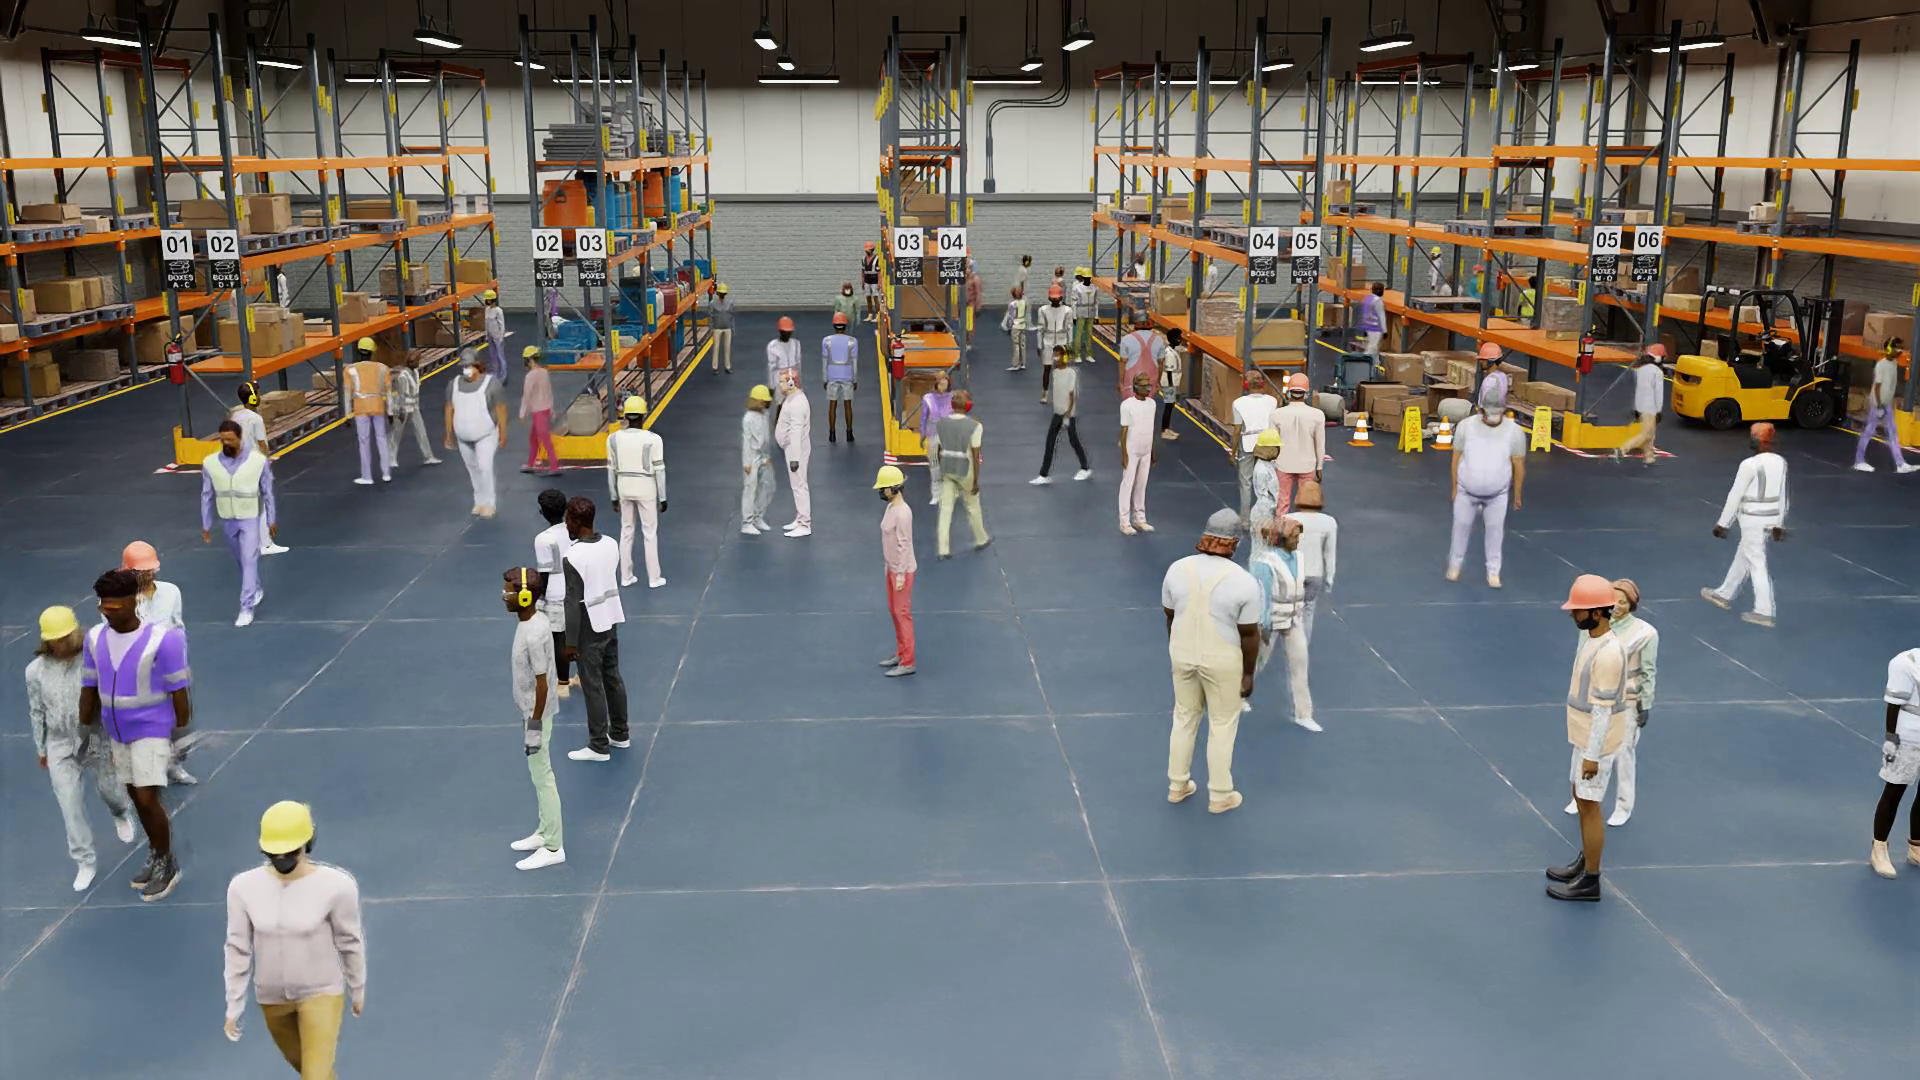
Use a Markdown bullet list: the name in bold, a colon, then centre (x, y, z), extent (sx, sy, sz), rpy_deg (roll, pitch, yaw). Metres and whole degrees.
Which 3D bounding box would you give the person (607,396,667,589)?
- **person**: centre (-3.198, -0.473, 16.542), extent (0.588, 1.917, 0.400), rpy_deg (3, 14, 12)

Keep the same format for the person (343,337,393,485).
- **person**: centre (-7.707, -1.683, 21.701), extent (0.601, 1.906, 0.454), rpy_deg (-8, 16, -32)

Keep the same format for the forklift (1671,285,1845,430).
- **forklift**: centre (12.503, -2.886, 26.166), extent (2.313, 2.155, 1.214), rpy_deg (-1, 13, -3)

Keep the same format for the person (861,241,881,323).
- **person**: centre (-2.236, -6.456, 41.650), extent (0.611, 2.031, 0.410), rpy_deg (10, 16, 35)

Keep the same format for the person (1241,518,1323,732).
- **person**: centre (2.402, 0.606, 12.646), extent (0.521, 1.604, 0.851), rpy_deg (-9, 16, -35)

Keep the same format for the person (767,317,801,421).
- **person**: centre (-2.540, -2.295, 24.250), extent (0.564, 1.922, 0.403), rpy_deg (-8, 15, -30)

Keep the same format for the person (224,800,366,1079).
- **person**: centre (-2.770, 1.876, 7.003), extent (0.526, 1.724, 0.905), rpy_deg (0, 13, -1)

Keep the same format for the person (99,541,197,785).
- **person**: centre (-5.464, 0.860, 11.237), extent (0.331, 1.753, 0.561), rpy_deg (9, 16, 34)

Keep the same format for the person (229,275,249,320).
- **person**: centre (-13.842, -4.175, 32.079), extent (0.408, 1.985, 0.618), rpy_deg (-6, 15, -24)

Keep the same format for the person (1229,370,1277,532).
- **person**: centre (3.345, -1.011, 18.973), extent (0.565, 1.841, 0.387), rpy_deg (-5, 14, -20)

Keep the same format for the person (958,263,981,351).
- **person**: centre (0.088, -5.023, 35.947), extent (0.789, 1.882, 0.715), rpy_deg (-10, 16, -36)

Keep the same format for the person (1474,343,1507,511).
- **person**: centre (6.367, -1.363, 20.072), extent (0.419, 2.034, 0.605), rpy_deg (8, 16, 31)

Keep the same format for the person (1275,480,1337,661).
- **person**: centre (2.881, 0.293, 13.937), extent (0.515, 1.610, 0.673), rpy_deg (-1, 13, -6)

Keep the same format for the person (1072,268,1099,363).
- **person**: centre (2.566, -4.579, 33.909), extent (0.587, 1.927, 0.364), rpy_deg (-5, 14, -20)

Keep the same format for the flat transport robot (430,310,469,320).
- **flat transport robot**: centre (-12.645, -5.706, 42.232), extent (1.431, 0.197, 0.652), rpy_deg (3, 14, 12)

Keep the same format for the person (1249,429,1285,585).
- **person**: centre (2.882, -0.185, 15.691), extent (0.294, 1.744, 0.487), rpy_deg (3, 14, 12)

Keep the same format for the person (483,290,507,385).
- **person**: centre (-8.577, -3.723, 30.636), extent (0.526, 1.765, 0.329), rpy_deg (12, 18, 40)

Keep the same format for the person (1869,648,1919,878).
- **person**: centre (5.762, 1.196, 9.938), extent (0.540, 1.695, 0.317), rpy_deg (-1, 13, -6)

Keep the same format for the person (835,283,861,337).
- **person**: centre (-2.289, -4.442, 33.986), extent (0.529, 1.604, 0.695), rpy_deg (-1, 13, -6)

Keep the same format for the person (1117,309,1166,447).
- **person**: centre (2.618, -2.362, 24.273), extent (0.686, 2.000, 0.537), rpy_deg (-3, 14, -13)

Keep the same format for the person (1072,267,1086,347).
- **person**: centre (2.648, -5.116, 36.543), extent (0.336, 1.762, 0.526), rpy_deg (-13, 18, -43)

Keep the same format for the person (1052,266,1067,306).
- **person**: centre (2.284, -5.494, 38.398), extent (0.314, 1.642, 0.514), rpy_deg (-6, 15, -25)

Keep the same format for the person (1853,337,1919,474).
- **person**: centre (12.473, -1.779, 22.241), extent (0.554, 1.829, 0.894), rpy_deg (-8, 16, -32)

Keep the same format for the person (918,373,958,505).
- **person**: centre (-0.236, -1.243, 20.432), extent (0.539, 1.630, 0.355), rpy_deg (2, 14, 10)

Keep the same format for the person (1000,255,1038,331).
- **person**: centre (1.422, -5.906, 39.772), extent (0.977, 1.819, 0.564), rpy_deg (-4, 14, -16)

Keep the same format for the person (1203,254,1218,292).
- **person**: centre (5.777, -5.713, 38.788), extent (0.401, 1.899, 0.636), rpy_deg (5, 14, 18)

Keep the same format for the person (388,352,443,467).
- **person**: centre (-7.577, -1.785, 22.818), extent (0.731, 1.581, 0.536), rpy_deg (2, 13, 10)

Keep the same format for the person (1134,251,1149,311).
- **person**: centre (4.333, -6.053, 40.279), extent (0.599, 1.867, 0.539), rpy_deg (-10, 17, -36)

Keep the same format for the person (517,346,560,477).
- **person**: centre (-5.684, -1.707, 22.147), extent (0.772, 1.720, 0.650), rpy_deg (3, 14, 11)

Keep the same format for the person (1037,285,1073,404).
- **person**: centre (1.621, -3.331, 28.381), extent (0.615, 2.038, 0.395), rpy_deg (1, 13, 3)

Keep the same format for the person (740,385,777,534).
- **person**: centre (-2.293, -0.907, 18.814), extent (0.465, 1.713, 0.507), rpy_deg (6, 14, 23)

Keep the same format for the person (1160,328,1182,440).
- **person**: centre (3.158, -2.337, 24.926), extent (0.320, 1.684, 0.541), rpy_deg (3, 14, 12)
